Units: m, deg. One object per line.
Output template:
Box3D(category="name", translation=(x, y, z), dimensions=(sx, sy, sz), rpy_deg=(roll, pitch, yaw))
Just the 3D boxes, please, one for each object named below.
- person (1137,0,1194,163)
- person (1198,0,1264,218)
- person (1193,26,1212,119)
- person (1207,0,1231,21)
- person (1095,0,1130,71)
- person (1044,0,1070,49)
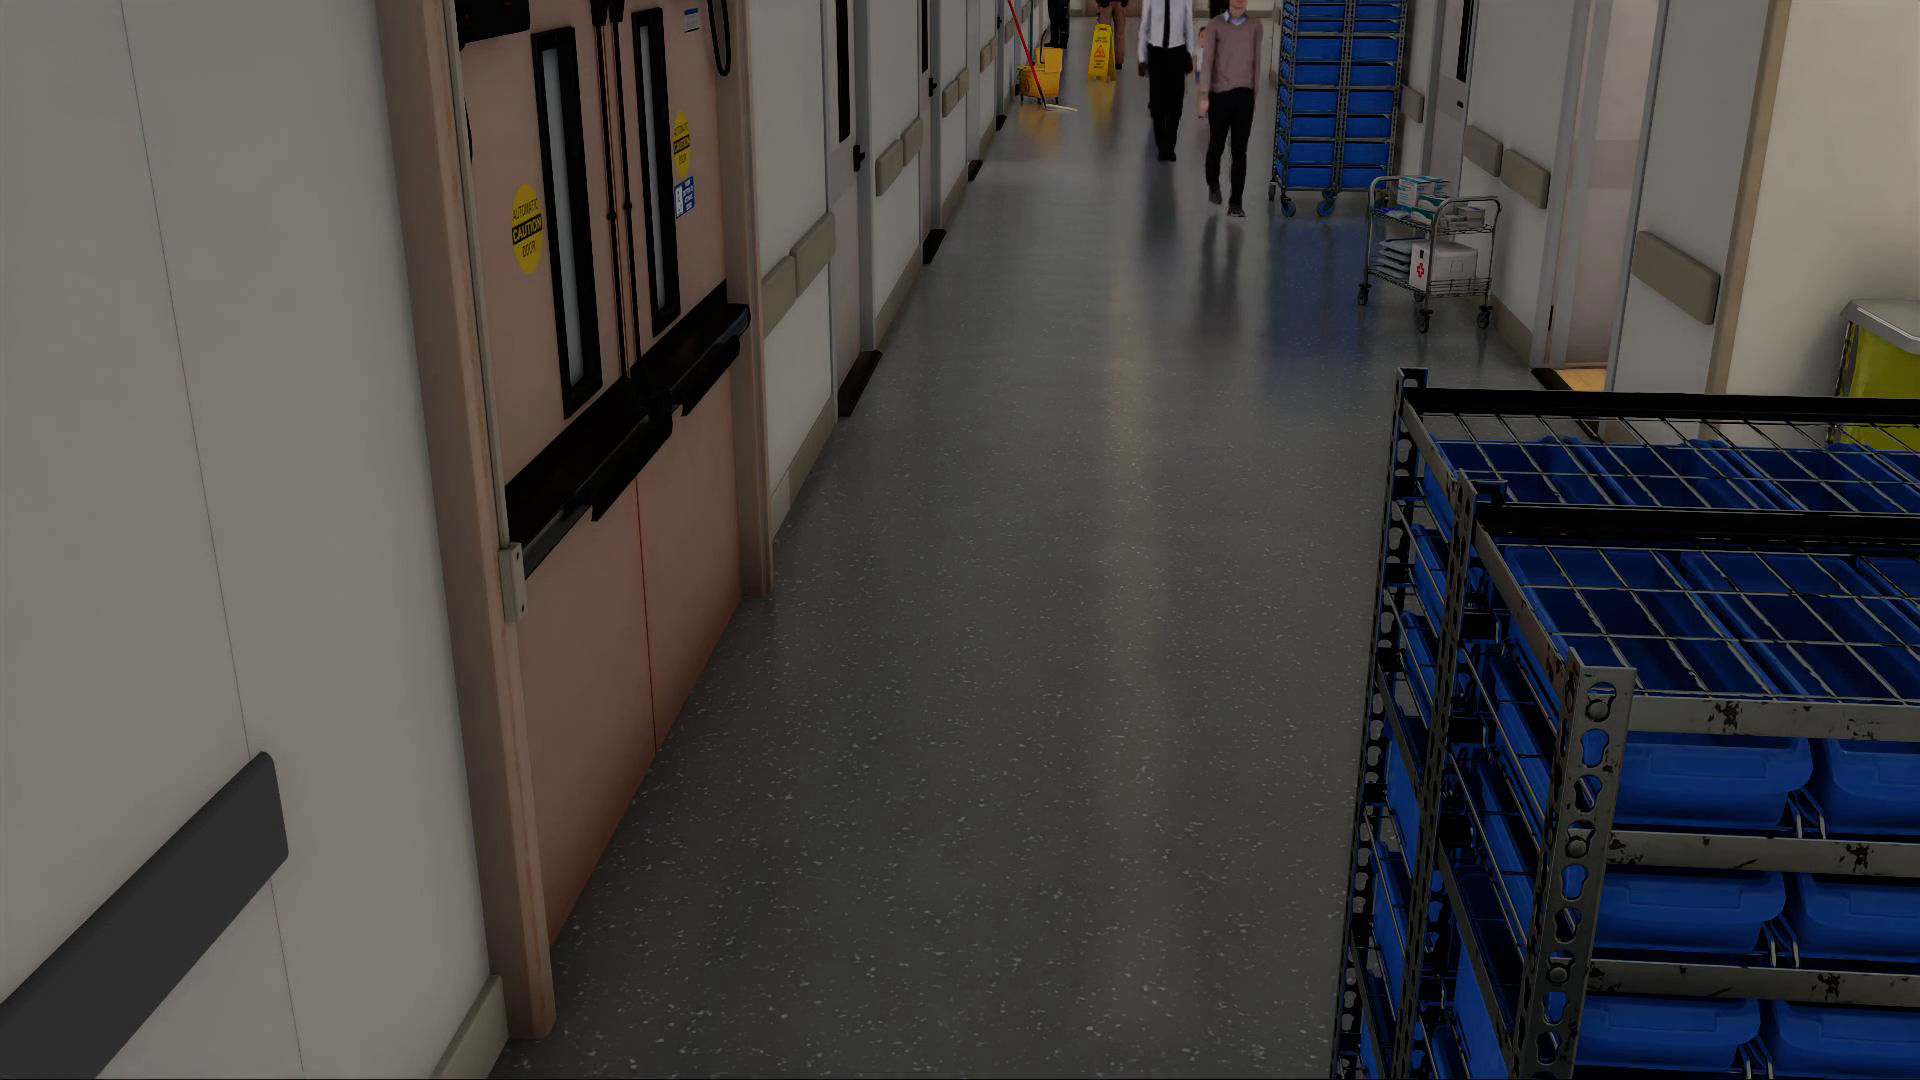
Box3D(category="person", translation=(1.938, -4.501, 15.657), dimensions=(0.694, 1.817, 0.848), rpy_deg=(3, 21, 7))
Box3D(category="person", translation=(2.071, -3.412, 12.853), dimensions=(0.775, 1.767, 1.244), rpy_deg=(-1, 21, -4))
Box3D(category="person", translation=(2.826, -5.367, 19.091), dimensions=(0.447, 1.004, 0.724), rpy_deg=(3, 21, 8))
Box3D(category="person", translation=(4.117, -8.489, 26.174), dimensions=(0.673, 1.826, 0.653), rpy_deg=(10, 23, 25))
Box3D(category="person", translation=(2.264, -8.021, 24.799), dimensions=(0.779, 1.925, 0.731), rpy_deg=(-6, 21, -14))
Box3D(category="person", translation=(1.706, -9.425, 28.620), dimensions=(0.737, 1.841, 0.765), rpy_deg=(17, 27, 38))
